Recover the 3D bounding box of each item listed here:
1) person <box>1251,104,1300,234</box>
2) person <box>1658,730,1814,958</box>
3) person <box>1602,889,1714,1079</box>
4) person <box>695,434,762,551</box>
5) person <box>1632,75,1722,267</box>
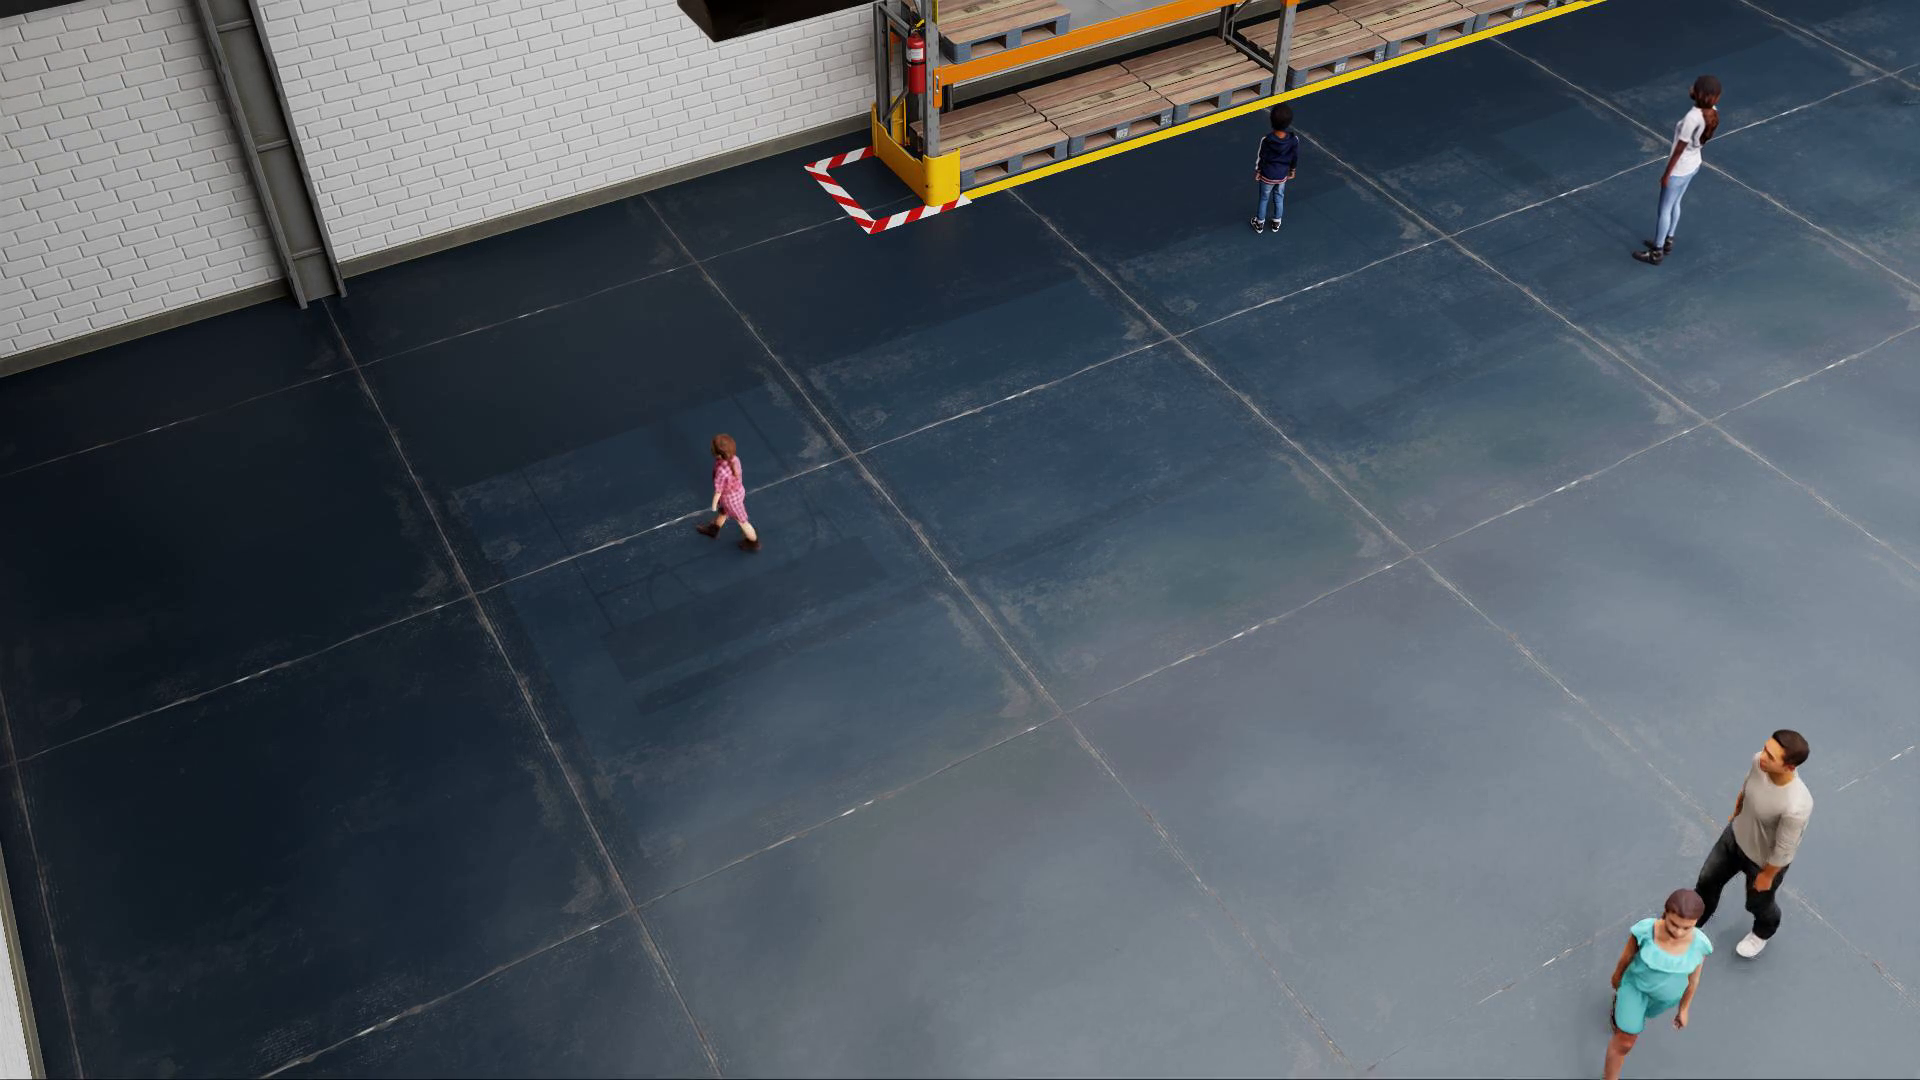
[{"bbox_3d":[2.762,-3.261,14.605,0.548,1.223,0.654,-2,44,-2],"label":"person"},{"bbox_3d":[4.410,1.658,9.032,1.007,1.787,0.833,-7,44,-8],"label":"person"},{"bbox_3d":[3.579,2.253,8.594,1.011,1.530,1.071,11,45,11],"label":"person"},{"bbox_3d":[-1.575,-0.306,11.666,0.759,0.998,0.708,12,45,12],"label":"person"},{"bbox_3d":[6.126,-3.146,14.123,0.691,1.721,0.550,32,52,29],"label":"person"}]
